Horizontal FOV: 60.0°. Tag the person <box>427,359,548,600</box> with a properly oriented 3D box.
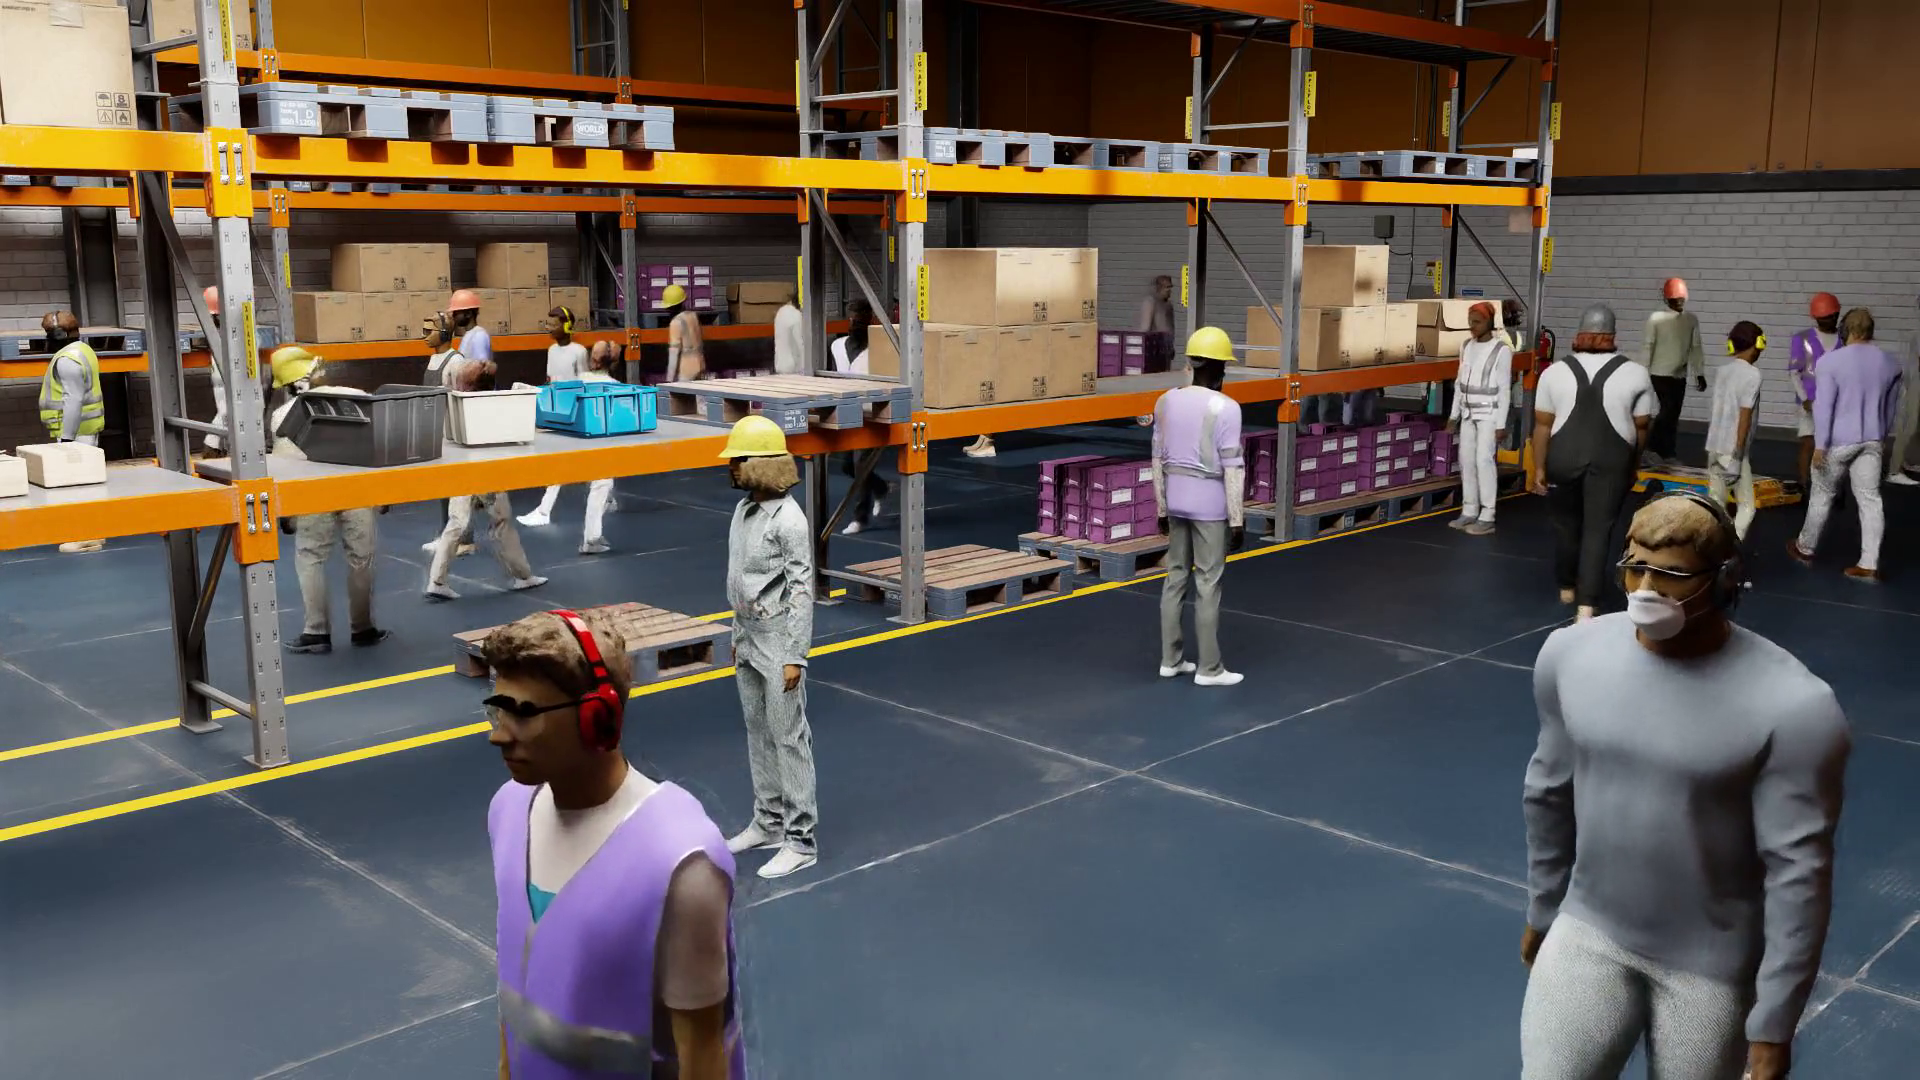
[{"bbox_3d":[-3.210,-0.402,11.072,0.526,1.594,0.888,9,13,39],"label":"person"}]

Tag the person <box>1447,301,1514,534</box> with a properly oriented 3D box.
[{"bbox_3d":[4.221,-0.985,13.463,0.381,1.874,0.597,-4,11,-22],"label":"person"}]

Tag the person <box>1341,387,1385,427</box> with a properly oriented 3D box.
[{"bbox_3d":[4.151,-1.583,17.092,0.577,1.752,0.348,-4,11,-21],"label":"person"}]

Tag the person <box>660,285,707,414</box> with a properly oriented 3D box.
[{"bbox_3d":[-2.925,-1.805,17.946,0.455,1.877,0.663,3,11,17],"label":"person"}]

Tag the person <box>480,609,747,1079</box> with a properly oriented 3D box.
[{"bbox_3d":[-0.575,1.003,2.754,0.589,1.827,0.450,10,15,44],"label":"person"}]

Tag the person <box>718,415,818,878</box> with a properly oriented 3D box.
[{"bbox_3d":[-0.741,0.398,6.282,0.310,1.743,0.493,-7,12,-34],"label":"person"}]

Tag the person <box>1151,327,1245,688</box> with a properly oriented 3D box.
[{"bbox_3d":[1.294,-0.175,8.912,0.386,1.922,0.593,-9,14,-40],"label":"person"}]

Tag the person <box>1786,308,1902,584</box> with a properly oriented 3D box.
[{"bbox_3d":[6.274,-0.682,11.783,0.648,1.886,0.992,-1,10,-3],"label":"person"}]

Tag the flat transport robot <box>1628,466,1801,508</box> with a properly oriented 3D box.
[{"bbox_3d":[6.836,-0.505,15.224,0.652,0.197,1.431,-7,12,-33],"label":"flat transport robot"}]

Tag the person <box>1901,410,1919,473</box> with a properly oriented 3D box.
[{"bbox_3d":[9.824,-1.506,16.955,0.315,1.639,0.515,5,12,26],"label":"person"}]

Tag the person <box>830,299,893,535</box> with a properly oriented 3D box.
[{"bbox_3d":[-0.769,-1.017,13.582,0.601,1.898,0.695,7,13,35],"label":"person"}]

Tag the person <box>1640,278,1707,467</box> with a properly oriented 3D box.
[{"bbox_3d":[7.339,-1.703,17.105,0.682,1.970,0.441,-4,11,-21],"label":"person"}]

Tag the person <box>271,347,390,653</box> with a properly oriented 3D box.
[{"bbox_3d":[-3.648,-0.231,9.656,0.663,1.779,0.405,-6,12,-30],"label":"person"}]

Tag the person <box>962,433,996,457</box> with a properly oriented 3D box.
[{"bbox_3d":[0.229,-1.929,18.144,0.365,2.048,0.607,-1,10,-7],"label":"person"}]

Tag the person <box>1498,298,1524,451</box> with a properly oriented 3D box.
[{"bbox_3d":[5.350,-1.577,16.949,0.649,1.795,0.887,-9,14,-42],"label":"person"}]

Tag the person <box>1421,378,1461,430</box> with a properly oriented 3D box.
[{"bbox_3d":[4.844,-1.502,16.622,0.528,1.760,0.338,-2,11,-9],"label":"person"}]

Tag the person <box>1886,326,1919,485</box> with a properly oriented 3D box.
[{"bbox_3d":[9.301,-1.418,15.906,0.523,1.844,0.734,-9,13,-39],"label":"person"}]

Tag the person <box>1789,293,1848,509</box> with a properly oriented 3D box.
[{"bbox_3d":[7.612,-1.217,14.672,0.571,1.897,0.495,3,11,15],"label":"person"}]

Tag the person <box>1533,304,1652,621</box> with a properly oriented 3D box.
[{"bbox_3d":[3.982,-0.526,10.513,0.675,2.000,1.047,5,12,27],"label":"person"}]

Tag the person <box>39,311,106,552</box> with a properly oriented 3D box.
[{"bbox_3d":[-6.781,-0.828,12.721,0.429,1.838,0.621,-3,11,-17],"label":"person"}]

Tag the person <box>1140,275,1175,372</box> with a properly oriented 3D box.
[{"bbox_3d":[2.594,-2.567,22.070,0.511,1.886,0.685,7,12,33],"label":"person"}]

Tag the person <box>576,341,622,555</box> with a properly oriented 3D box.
[{"bbox_3d":[-2.691,-0.696,12.567,0.540,1.615,0.493,9,13,39],"label":"person"}]

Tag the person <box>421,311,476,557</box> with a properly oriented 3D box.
[{"bbox_3d":[-3.856,-0.790,12.485,0.346,1.846,0.505,-9,14,-41],"label":"person"}]

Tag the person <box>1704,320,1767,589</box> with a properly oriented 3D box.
[{"bbox_3d":[5.217,-0.572,11.331,0.534,1.830,0.536,-3,11,-14],"label":"person"}]

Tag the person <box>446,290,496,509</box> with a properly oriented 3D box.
[{"bbox_3d":[-4.326,-1.243,14.741,0.404,1.923,0.561,-6,12,-29],"label":"person"}]

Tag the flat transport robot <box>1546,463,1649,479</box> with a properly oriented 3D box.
[{"bbox_3d":[6.004,-0.716,16.378,0.652,0.197,1.431,-6,12,-29],"label":"flat transport robot"}]

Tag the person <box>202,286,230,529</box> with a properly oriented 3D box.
[{"bbox_3d":[-5.879,-1.033,13.367,0.495,2.007,0.671,-8,13,-37],"label":"person"}]

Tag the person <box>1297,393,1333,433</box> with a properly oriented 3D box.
[{"bbox_3d":[3.738,-1.603,17.553,0.528,1.613,0.499,-6,12,-30],"label":"person"}]

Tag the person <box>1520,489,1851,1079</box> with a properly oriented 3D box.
[{"bbox_3d":[1.328,0.860,3.298,0.832,1.910,0.662,-10,14,-42],"label":"person"}]

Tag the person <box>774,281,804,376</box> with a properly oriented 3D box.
[{"bbox_3d":[-1.793,-1.822,17.916,0.486,1.913,0.645,-5,12,-26],"label":"person"}]

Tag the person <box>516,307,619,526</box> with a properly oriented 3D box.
[{"bbox_3d":[-3.317,-1.055,14.024,1.002,1.818,0.525,-9,14,-41],"label":"person"}]
